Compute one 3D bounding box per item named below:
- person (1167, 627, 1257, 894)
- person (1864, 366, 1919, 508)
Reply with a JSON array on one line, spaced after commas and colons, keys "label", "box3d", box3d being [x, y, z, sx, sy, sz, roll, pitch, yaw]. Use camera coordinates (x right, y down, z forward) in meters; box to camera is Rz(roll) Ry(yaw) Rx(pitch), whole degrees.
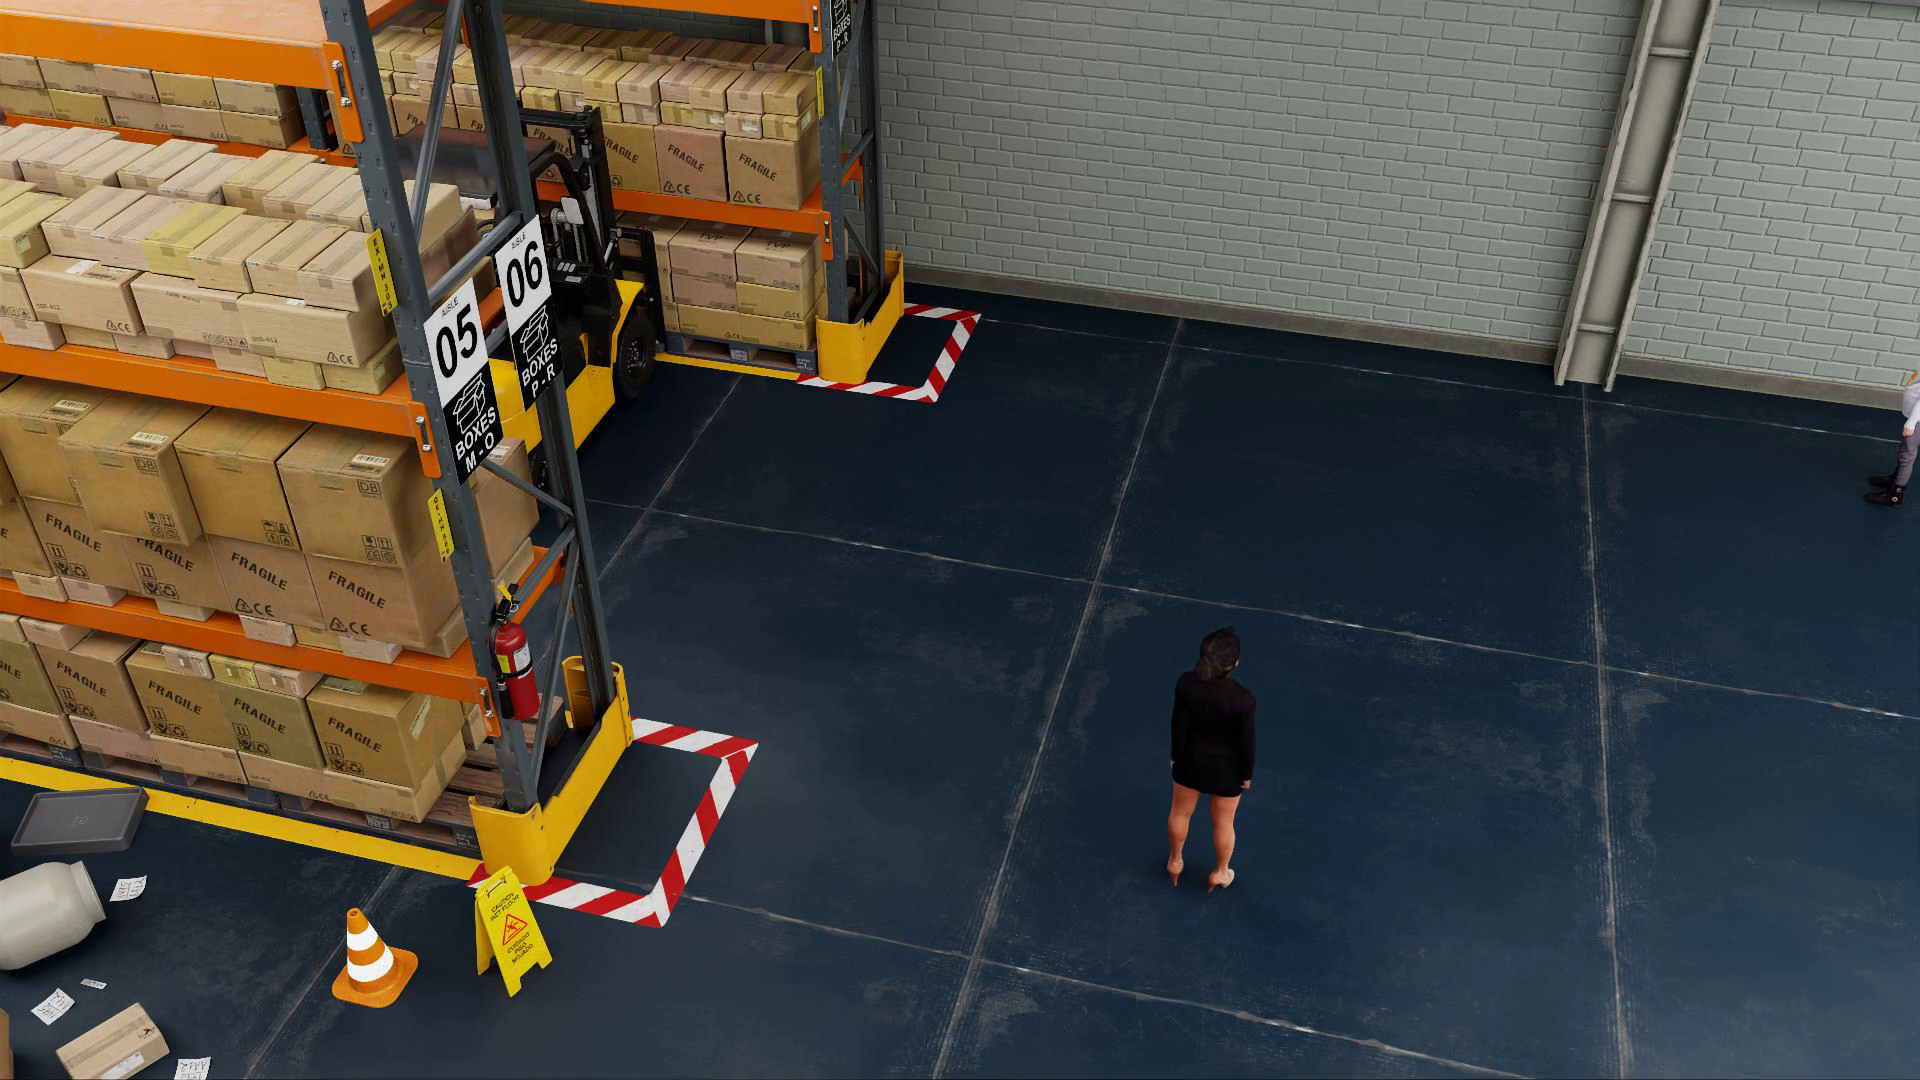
[{"label": "person", "box3d": [1.192, 1.070, 7.921, 0.592, 1.640, 0.654, 14, 39, 18]}, {"label": "person", "box3d": [6.179, -0.807, 10.691, 0.553, 1.275, 0.536, 20, 42, 25]}]
